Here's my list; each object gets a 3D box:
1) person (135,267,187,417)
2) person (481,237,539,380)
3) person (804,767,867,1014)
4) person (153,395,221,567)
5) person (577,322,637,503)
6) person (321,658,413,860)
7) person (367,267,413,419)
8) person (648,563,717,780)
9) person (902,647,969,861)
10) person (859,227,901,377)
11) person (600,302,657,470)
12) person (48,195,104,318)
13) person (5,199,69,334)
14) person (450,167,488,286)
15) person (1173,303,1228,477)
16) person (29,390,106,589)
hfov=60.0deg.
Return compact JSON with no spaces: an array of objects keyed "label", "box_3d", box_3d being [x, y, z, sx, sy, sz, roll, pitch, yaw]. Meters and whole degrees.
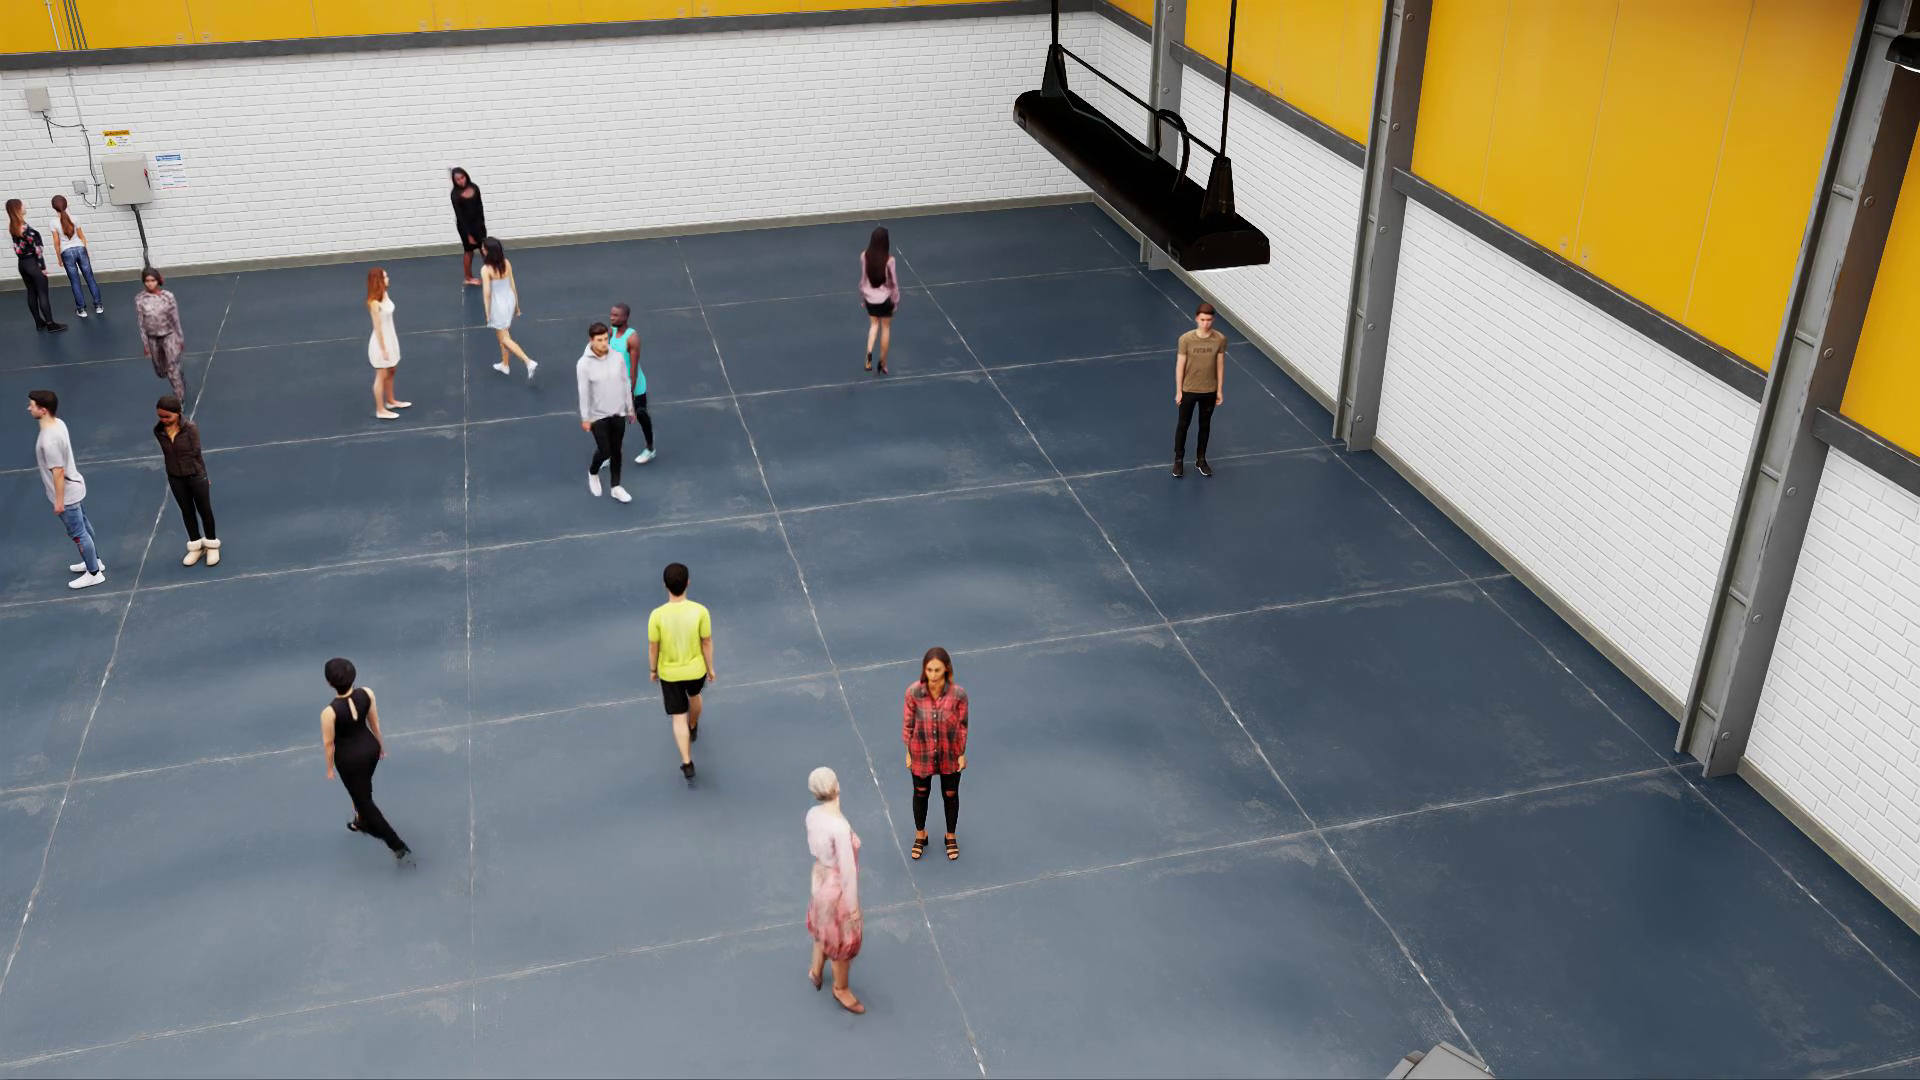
[{"label":"person","box_3d":[-8.784,-2.206,18.377,0.636,1.695,0.995,-5,29,-9]},{"label":"person","box_3d":[-5.214,-2.623,19.135,1.120,1.701,1.012,20,34,32]},{"label":"person","box_3d":[-0.767,2.217,10.304,0.812,1.661,0.610,-9,30,-16]},{"label":"person","box_3d":[-7.177,-0.594,15.457,0.656,1.661,0.603,-7,29,-13]},{"label":"person","box_3d":[-3.552,-1.296,16.478,0.852,1.916,0.905,-24,36,-36]},{"label":"person","box_3d":[-4.155,1.560,11.601,1.064,1.573,0.985,17,33,28]},{"label":"person","box_3d":[-6.354,-2.176,18.314,0.704,1.703,0.598,3,29,5]},{"label":"person","box_3d":[-2.084,1.004,12.519,0.638,1.669,1.060,-8,30,-14]},{"label":"person","box_3d":[-0.166,1.484,11.603,0.672,1.704,0.647,1,29,2]},{"label":"person","box_3d":[-0.964,-2.701,19.176,0.829,1.799,0.895,11,30,19]},{"label":"person","box_3d":[-3.337,-1.616,17.197,1.008,1.790,1.003,23,36,36]},{"label":"person","box_3d":[-11.253,-3.627,21.121,0.614,1.562,0.628,-19,34,-31]},{"label":"person","box_3d":[-11.497,-3.400,20.579,0.642,1.683,0.701,15,32,26]},{"label":"person","box_3d":[-6.441,-4.087,21.847,1.151,1.675,1.004,18,34,30]},{"label":"person","box_3d":[2.445,-1.550,17.012,0.706,1.851,0.643,-2,29,-3]},{"label":"person","box_3d":[-8.079,-0.482,15.013,0.760,1.890,0.552,-12,31,-20]}]
